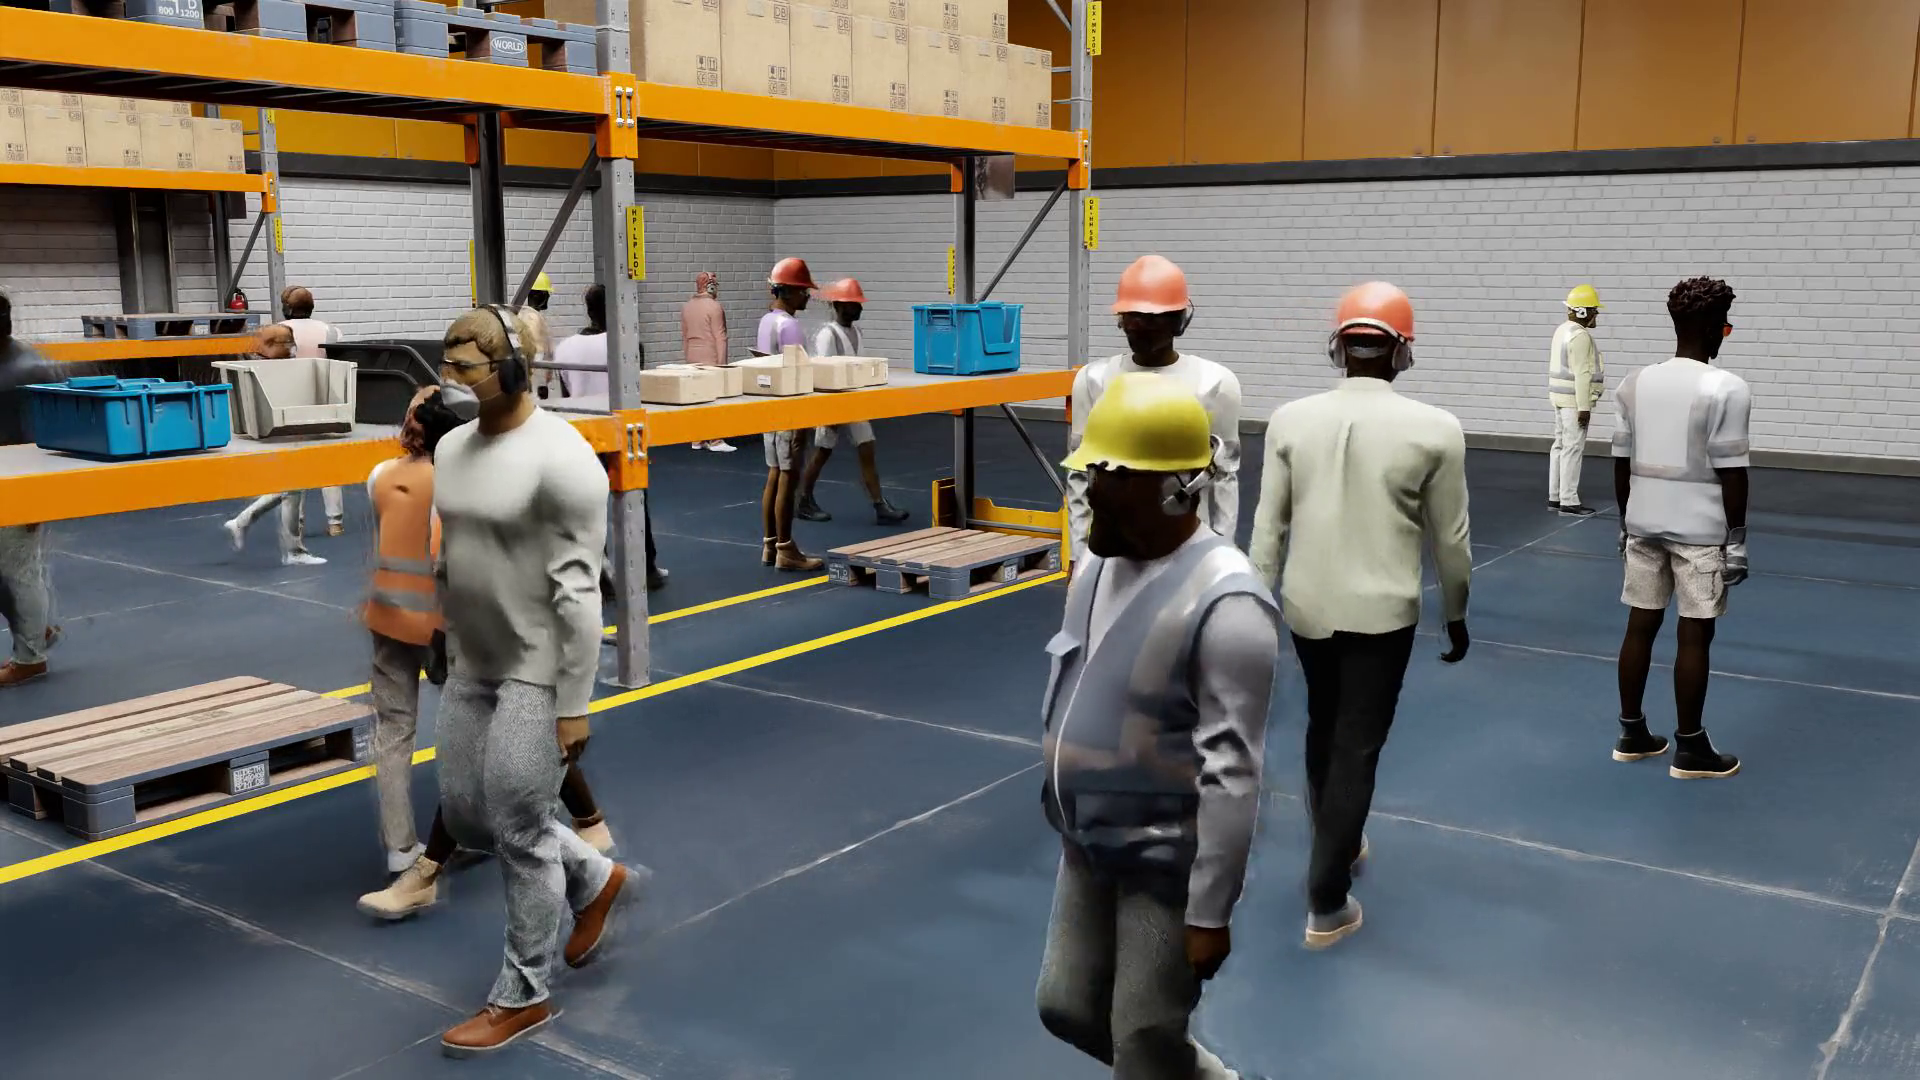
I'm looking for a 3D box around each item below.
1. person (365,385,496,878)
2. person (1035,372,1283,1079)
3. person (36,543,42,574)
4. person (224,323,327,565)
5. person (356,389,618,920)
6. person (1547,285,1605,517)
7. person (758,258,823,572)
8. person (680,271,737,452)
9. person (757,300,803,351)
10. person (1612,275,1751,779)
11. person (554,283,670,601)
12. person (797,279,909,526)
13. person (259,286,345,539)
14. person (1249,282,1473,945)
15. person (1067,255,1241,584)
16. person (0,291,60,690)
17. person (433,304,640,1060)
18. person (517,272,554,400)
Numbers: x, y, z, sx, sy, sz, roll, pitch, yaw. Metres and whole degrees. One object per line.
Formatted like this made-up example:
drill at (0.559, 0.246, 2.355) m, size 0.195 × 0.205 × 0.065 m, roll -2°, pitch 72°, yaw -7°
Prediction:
person at (-1.730, 0.294, 5.500) m, size 0.544 × 1.616 × 0.507 m, roll 4°, pitch 10°, yaw 23°
person at (0.396, 0.579, 3.244) m, size 0.512 × 1.818 × 0.613 m, roll -4°, pitch 10°, yaw -24°
person at (-5.820, -0.470, 10.042) m, size 0.311 × 1.636 × 0.521 m, roll 2°, pitch 10°, yaw 13°
person at (-4.568, -0.625, 11.005) m, size 0.571 × 1.620 × 0.506 m, roll -3°, pitch 10°, yaw -15°
person at (-1.467, 0.339, 5.209) m, size 0.869 × 1.636 × 0.539 m, roll -6°, pitch 11°, yaw -33°
person at (4.901, -1.104, 13.229) m, size 0.404 × 1.830 × 0.601 m, roll 0°, pitch 10°, yaw 3°
person at (-1.111, -0.812, 10.890) m, size 0.393 × 2.039 × 0.627 m, roll -4°, pitch 10°, yaw -23°
person at (-2.663, -1.886, 17.668) m, size 0.637 × 1.911 × 0.403 m, roll 9°, pitch 13°, yaw 44°
person at (-1.982, -1.838, 18.311) m, size 0.535 × 1.597 × 0.781 m, roll -3°, pitch 10°, yaw -15°
person at (2.845, -0.050, 6.557) m, size 0.367 × 1.966 × 0.604 m, roll -5°, pitch 11°, yaw -27°
person at (-2.094, -0.601, 10.085) m, size 0.615 × 1.878 × 0.861 m, roll 3°, pitch 10°, yaw 15°
person at (-0.872, -1.045, 12.719) m, size 1.022 × 1.884 × 0.563 m, roll 6°, pitch 11°, yaw 32°
person at (-4.779, -0.924, 12.137) m, size 0.633 × 1.843 × 0.429 m, roll -6°, pitch 11°, yaw -33°
person at (1.264, 0.199, 5.117) m, size 0.620 × 1.955 × 0.897 m, roll 7°, pitch 12°, yaw 35°
person at (0.674, 0.023, 5.902) m, size 0.613 × 2.039 × 0.393 m, roll 2°, pitch 10°, yaw 14°
person at (-4.481, -0.235, 7.802) m, size 0.653 × 1.918 × 0.422 m, roll 4°, pitch 10°, yaw 25°
person at (-1.112, 0.348, 4.338) m, size 0.630 × 1.922 × 0.598 m, roll 8°, pitch 12°, yaw 39°
person at (-3.852, -1.479, 15.181) m, size 0.361 × 1.929 × 0.587 m, roll -4°, pitch 10°, yaw -20°
